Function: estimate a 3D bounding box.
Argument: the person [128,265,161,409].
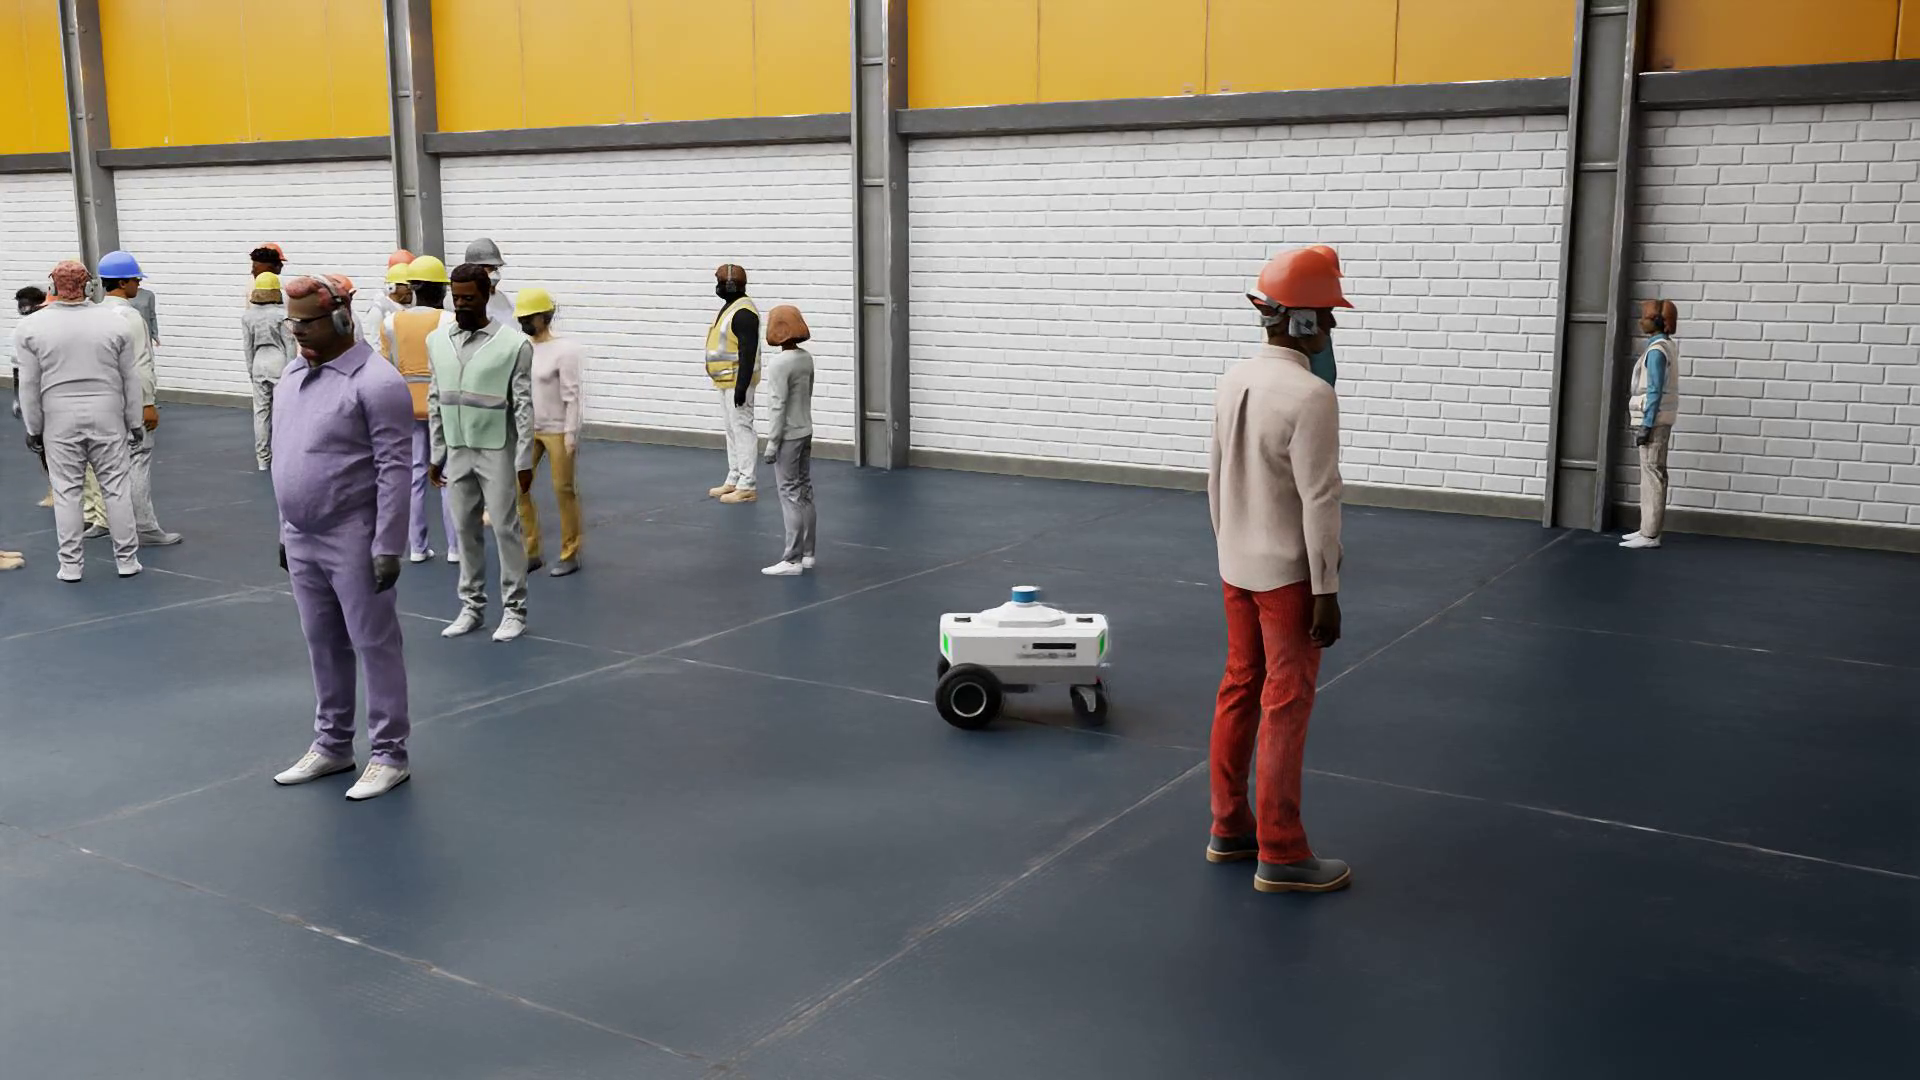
[{"bbox_3d":[-9.829,-2.427,19.865,0.326,1.760,0.524,9,14,41],"label":"person"}]

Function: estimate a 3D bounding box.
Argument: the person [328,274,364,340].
[{"bbox_3d":[-4.965,-1.261,13.414,0.334,1.749,0.575,-2,11,-13],"label":"person"}]

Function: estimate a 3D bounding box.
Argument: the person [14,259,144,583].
[{"bbox_3d":[-5.206,-0.701,9.885,0.651,1.907,0.409,-6,12,-30],"label":"person"}]

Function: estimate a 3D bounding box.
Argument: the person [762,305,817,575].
[{"bbox_3d":[-1.038,-0.604,10.100,0.286,1.636,0.500,3,11,18],"label":"person"}]

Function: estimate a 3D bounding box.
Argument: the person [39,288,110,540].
[{"bbox_3d":[-5.996,-0.880,11.299,0.342,1.751,0.564,-8,13,-38],"label":"person"}]

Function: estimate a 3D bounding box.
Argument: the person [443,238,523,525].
[{"bbox_3d":[-3.350,-1.140,11.946,0.538,2.000,0.683,4,11,20],"label":"person"}]

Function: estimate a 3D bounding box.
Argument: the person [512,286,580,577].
[{"bbox_3d":[-2.519,-0.629,9.904,0.550,1.746,0.564,5,11,25],"label":"person"}]

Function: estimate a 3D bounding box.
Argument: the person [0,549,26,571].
[{"bbox_3d":[-5.990,-0.713,10.160,0.357,1.836,0.511,-7,13,-35],"label":"person"}]

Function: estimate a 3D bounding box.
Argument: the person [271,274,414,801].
[{"bbox_3d":[-2.277,-0.008,6.065,0.638,1.903,0.408,6,12,30],"label":"person"}]

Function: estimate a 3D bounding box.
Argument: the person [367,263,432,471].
[{"bbox_3d":[-4.829,-1.471,14.398,0.404,1.824,0.590,5,11,26],"label":"person"}]

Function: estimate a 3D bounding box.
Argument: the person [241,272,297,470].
[{"bbox_3d":[-6.055,-1.482,14.669,0.486,1.744,0.294,2,10,9],"label":"person"}]

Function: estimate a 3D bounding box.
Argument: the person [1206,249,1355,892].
[{"bbox_3d":[1.013,0.097,5.222,0.395,1.992,0.622,-4,11,-21],"label":"person"}]

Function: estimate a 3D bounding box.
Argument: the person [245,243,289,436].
[{"bbox_3d":[-7.060,-2.047,17.108,0.623,1.988,0.390,7,12,32],"label":"person"}]

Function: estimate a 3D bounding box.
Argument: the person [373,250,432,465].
[{"bbox_3d":[-4.888,-1.592,14.735,0.361,1.935,0.553,7,12,34],"label":"person"}]

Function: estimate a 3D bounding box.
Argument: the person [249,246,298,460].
[{"bbox_3d":[-6.201,-1.667,15.071,0.372,1.966,0.603,-7,13,-36],"label":"person"}]

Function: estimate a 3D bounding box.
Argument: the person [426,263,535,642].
[{"bbox_3d":[-2.422,-0.442,8.454,0.588,1.911,0.396,3,11,16],"label":"person"}]

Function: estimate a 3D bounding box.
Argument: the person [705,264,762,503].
[{"bbox_3d":[-1.756,-1.213,12.910,0.429,1.842,0.627,-4,11,-21],"label":"person"}]

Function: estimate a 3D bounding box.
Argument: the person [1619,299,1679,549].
[{"bbox_3d":[4.560,-0.761,10.949,0.307,1.644,0.511,5,11,26],"label":"person"}]

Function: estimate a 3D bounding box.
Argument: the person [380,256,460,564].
[{"bbox_3d":[-3.297,-0.800,10.391,0.587,1.923,0.365,1,10,7],"label":"person"}]

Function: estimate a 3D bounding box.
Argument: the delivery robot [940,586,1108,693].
[{"bbox_3d":[0.271,0.439,7.056,0.707,0.478,0.477,0,10,0],"label":"delivery robot"}]

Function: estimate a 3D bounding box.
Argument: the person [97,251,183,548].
[{"bbox_3d":[-5.491,-0.917,10.968,0.602,1.948,0.387,7,12,35],"label":"person"}]
